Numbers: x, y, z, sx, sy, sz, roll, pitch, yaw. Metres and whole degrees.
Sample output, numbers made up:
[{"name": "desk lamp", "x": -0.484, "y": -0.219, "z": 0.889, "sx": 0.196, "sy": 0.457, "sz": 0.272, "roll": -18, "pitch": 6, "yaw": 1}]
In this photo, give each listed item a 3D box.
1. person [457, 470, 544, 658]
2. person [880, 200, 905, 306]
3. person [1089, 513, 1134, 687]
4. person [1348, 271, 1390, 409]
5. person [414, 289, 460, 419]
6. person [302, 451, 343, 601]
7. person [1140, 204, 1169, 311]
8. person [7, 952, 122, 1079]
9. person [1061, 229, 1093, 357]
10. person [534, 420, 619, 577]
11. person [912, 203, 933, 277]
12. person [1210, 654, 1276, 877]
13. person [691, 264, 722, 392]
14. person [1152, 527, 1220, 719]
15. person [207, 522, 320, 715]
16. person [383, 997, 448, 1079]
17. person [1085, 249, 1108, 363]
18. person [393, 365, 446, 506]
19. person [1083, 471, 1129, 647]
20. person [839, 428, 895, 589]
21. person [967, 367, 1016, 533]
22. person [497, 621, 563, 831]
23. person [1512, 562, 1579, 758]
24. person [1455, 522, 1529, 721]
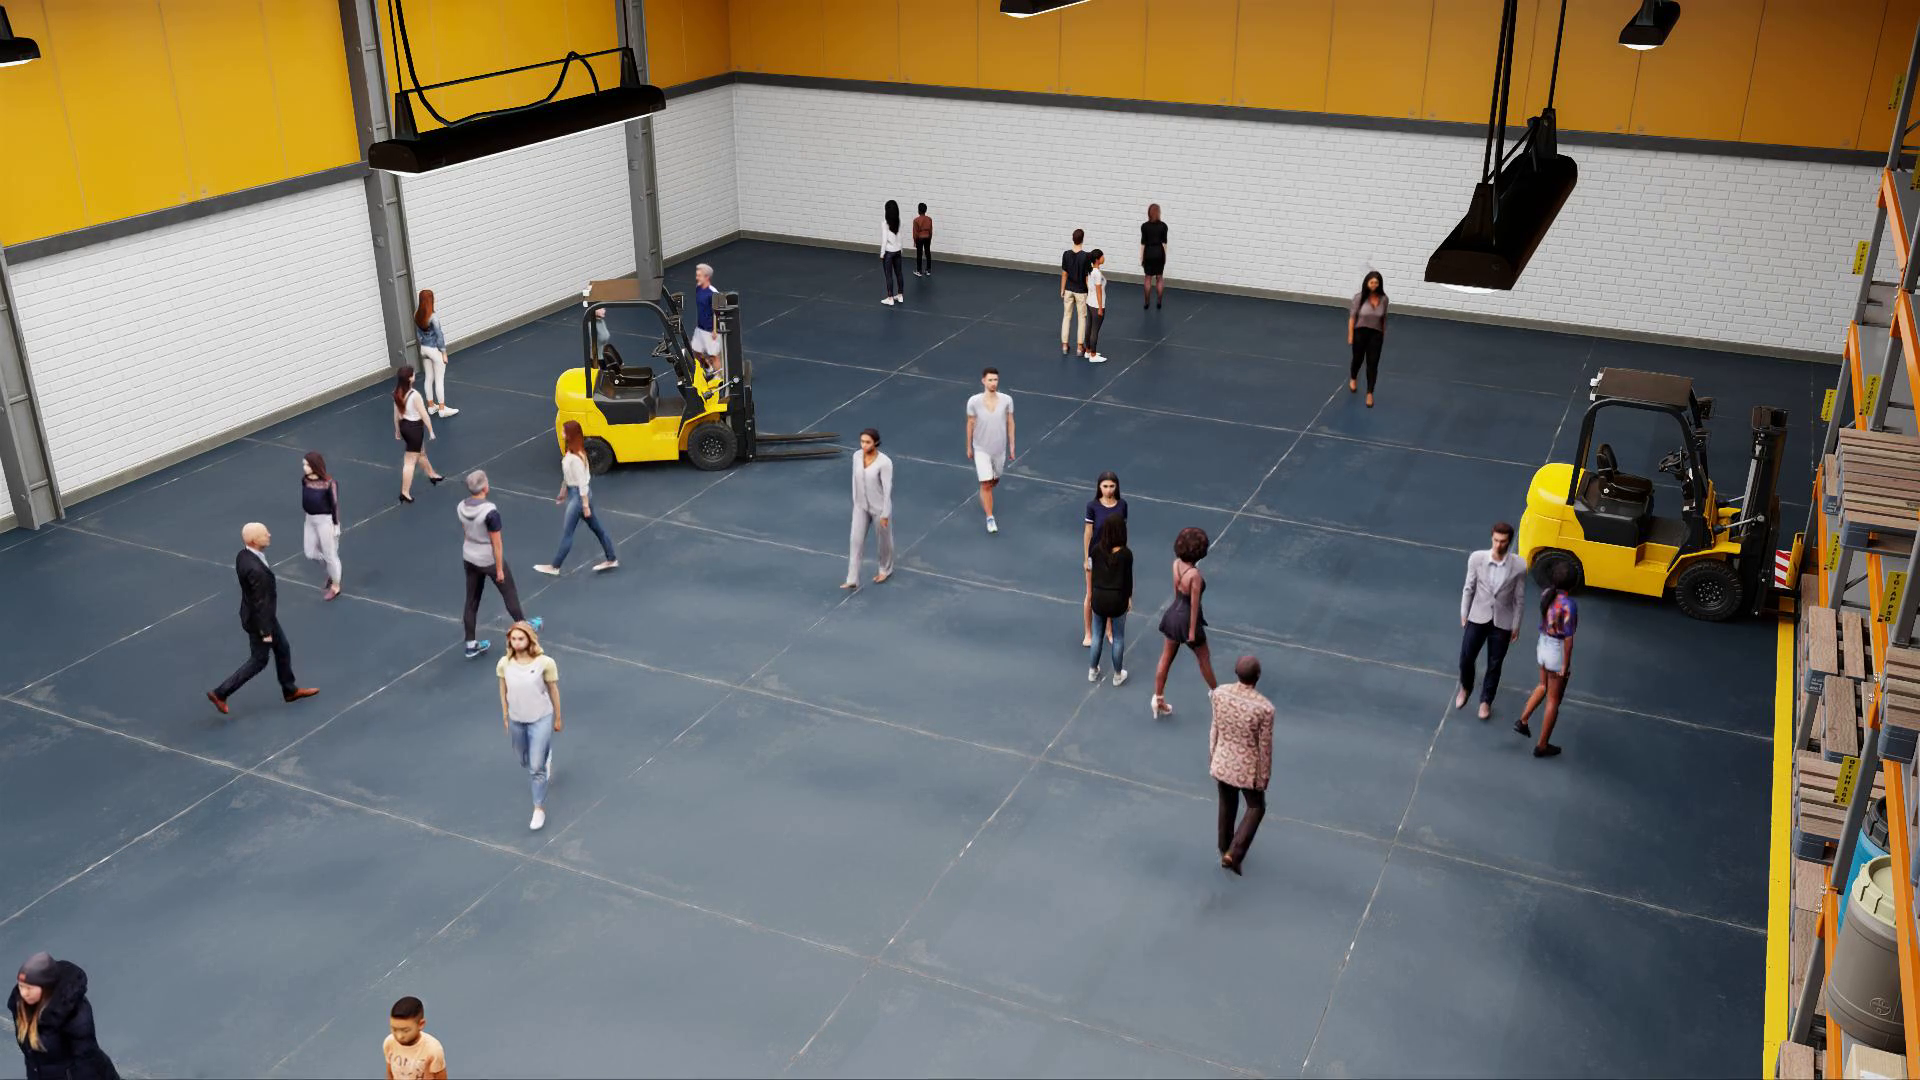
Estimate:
[{"name": "person", "x": -4.531, "y": 0.267, "z": 15.591, "sx": 0.760, "sy": 1.787, "sz": 1.062, "roll": 13, "pitch": 27, "yaw": 27}, {"name": "person", "x": -1.098, "y": -4.687, "z": 27.033, "sx": 0.749, "sy": 1.700, "sz": 0.612, "roll": 22, "pitch": 32, "yaw": 40}, {"name": "person", "x": 1.367, "y": 0.535, "z": 15.157, "sx": 0.559, "sy": 1.643, "sz": 0.530, "roll": 9, "pitch": 25, "yaw": 19}, {"name": "person", "x": 5.470, "y": -2.741, "z": 22.464, "sx": 0.940, "sy": 1.794, "sz": 1.229, "roll": 2, "pitch": 24, "yaw": 4}, {"name": "person", "x": -6.979, "y": -2.474, "z": 21.968, "sx": 0.653, "sy": 1.701, "sz": 0.566, "roll": 15, "pitch": 28, "yaw": 31}, {"name": "person", "x": -6.403, "y": -0.169, "z": 16.828, "sx": 0.597, "sy": 1.595, "sz": 0.566, "roll": 12, "pitch": 26, "yaw": 25}, {"name": "person", "x": 3.114, "y": -4.550, "z": 26.716, "sx": 0.656, "sy": 1.703, "sz": 0.640, "roll": 0, "pitch": 24, "yaw": 0}, {"name": "person", "x": -5.000, "y": 3.018, "z": 9.487, "sx": 0.766, "sy": 1.635, "sz": 1.089, "roll": 7, "pitch": 25, "yaw": 16}, {"name": "person", "x": 1.715, "y": -3.648, "z": 24.468, "sx": 0.636, "sy": 1.851, "sz": 0.548, "roll": 12, "pitch": 26, "yaw": 25}, {"name": "person", "x": -3.858, "y": -0.429, "z": 17.309, "sx": 1.072, "sy": 1.687, "sz": 1.095, "roll": -5, "pitch": 24, "yaw": -11}, {"name": "person", "x": -0.644, "y": -5.214, "z": 28.796, "sx": 0.571, "sy": 1.252, "sz": 0.644, "roll": -10, "pitch": 26, "yaw": -23}, {"name": "person", "x": 2.037, "y": 1.696, "z": 12.316, "sx": 0.758, "sy": 1.791, "sz": 0.863, "roll": 15, "pitch": 28, "yaw": 31}, {"name": "person", "x": -3.390, "y": -2.923, "z": 22.835, "sx": 0.755, "sy": 1.830, "sz": 0.753, "roll": -21, "pitch": 31, "yaw": -39}, {"name": "person", "x": 1.870, "y": 0.771, "z": 14.482, "sx": 1.094, "sy": 1.752, "sz": 0.945, "roll": -12, "pitch": 26, "yaw": -26}, {"name": "person", "x": -6.227, "y": 0.716, "z": 14.588, "sx": 1.265, "sy": 1.767, "sz": 1.138, "roll": -12, "pitch": 26, "yaw": -26}, {"name": "person", "x": -3.033, "y": 3.172, "z": 9.356, "sx": 0.551, "sy": 1.458, "sz": 0.544, "roll": 5, "pitch": 24, "yaw": 11}, {"name": "person", "x": 1.966, "y": -3.426, "z": 24.214, "sx": 0.715, "sy": 1.647, "sz": 0.636, "roll": -5, "pitch": 24, "yaw": -11}, {"name": "person", "x": -6.353, "y": -1.173, "z": 19.103, "sx": 0.571, "sy": 1.612, "sz": 0.994, "roll": 10, "pitch": 26, "yaw": 22}, {"name": "person", "x": 1.385, "y": 0.166, "z": 15.849, "sx": 0.661, "sy": 1.765, "sz": 0.681, "roll": -3, "pitch": 24, "yaw": -6}, {"name": "person", "x": -0.850, "y": -0.365, "z": 17.138, "sx": 0.672, "sy": 1.705, "sz": 0.963, "roll": 12, "pitch": 26, "yaw": 25}, {"name": "person", "x": 0.320, "y": -1.069, "z": 18.602, "sx": 1.124, "sy": 1.823, "sz": 1.292, "roll": -5, "pitch": 24, "yaw": -11}, {"name": "person", "x": -3.364, "y": 1.388, "z": 13.126, "sx": 0.899, "sy": 1.707, "sz": 1.105, "roll": 0, "pitch": 24, "yaw": -1}, {"name": "person", "x": 4.913, "y": 0.997, "z": 13.998, "sx": 0.858, "sy": 1.726, "sz": 0.799, "roll": -6, "pitch": 24, "yaw": -13}, {"name": "person", "x": 4.679, "y": 0.668, "z": 14.608, "sx": 0.690, "sy": 1.840, "sz": 0.633, "roll": 9, "pitch": 25, "yaw": 19}]
